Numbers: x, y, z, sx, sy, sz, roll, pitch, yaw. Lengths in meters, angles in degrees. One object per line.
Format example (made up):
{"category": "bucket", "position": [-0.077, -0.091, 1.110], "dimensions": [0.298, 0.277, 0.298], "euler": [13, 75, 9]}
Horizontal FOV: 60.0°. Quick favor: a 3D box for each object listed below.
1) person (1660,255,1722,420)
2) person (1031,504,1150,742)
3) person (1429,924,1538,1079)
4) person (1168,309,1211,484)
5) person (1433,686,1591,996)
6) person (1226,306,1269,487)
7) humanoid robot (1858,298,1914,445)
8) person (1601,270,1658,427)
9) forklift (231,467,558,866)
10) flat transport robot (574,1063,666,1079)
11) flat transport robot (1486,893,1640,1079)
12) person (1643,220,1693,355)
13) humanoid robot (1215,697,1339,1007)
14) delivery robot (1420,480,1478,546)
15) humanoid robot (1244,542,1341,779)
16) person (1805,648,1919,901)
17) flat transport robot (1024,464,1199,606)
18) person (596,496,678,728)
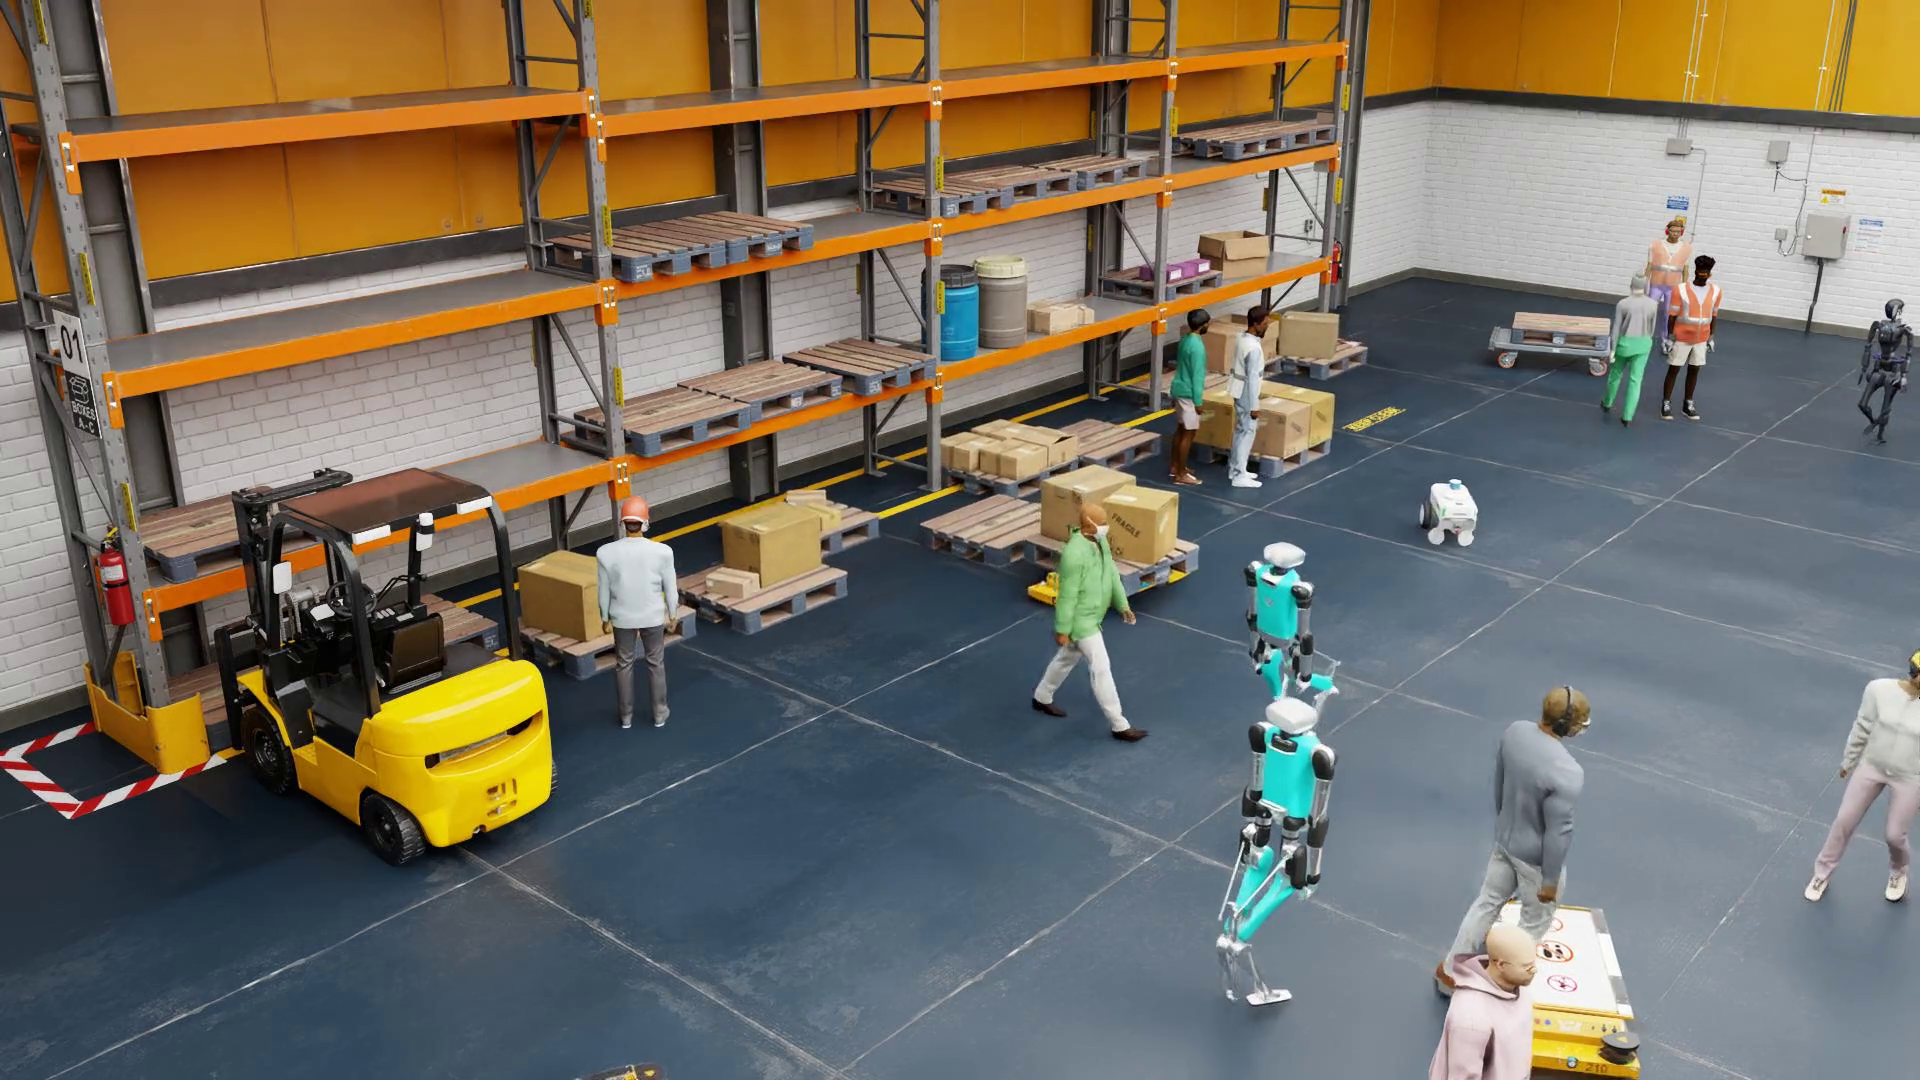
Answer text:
{"category": "person", "position": [8.602, -2.386, 19.572], "dimensions": [0.602, 1.962, 0.368], "euler": [-1, 20, -2]}
{"category": "person", "position": [0.926, 0.556, 11.949], "dimensions": [0.967, 1.730, 0.534], "euler": [8, 22, 21]}
{"category": "person", "position": [2.155, 2.365, 6.973], "dimensions": [0.408, 1.775, 0.526], "euler": [16, 26, 38]}
{"category": "person", "position": [2.382, -1.505, 17.376], "dimensions": [0.403, 1.837, 0.514], "euler": [-3, 20, -7]}
{"category": "person", "position": [2.901, 1.640, 8.758], "dimensions": [0.602, 1.909, 0.674], "euler": [-6, 21, -15]}
{"category": "person", "position": [2.963, -1.483, 17.209], "dimensions": [0.398, 1.907, 0.600], "euler": [-1, 20, -3]}
{"category": "humanoid robot", "position": [10.404, -1.887, 18.630], "dimensions": [0.395, 1.649, 0.589], "euler": [-11, 23, -28]}
{"category": "person", "position": [7.876, -2.299, 19.564], "dimensions": [0.499, 1.792, 0.920], "euler": [5, 21, 12]}
{"category": "forklift", "position": [-3.730, 0.710, 10.856], "dimensions": [2.313, 2.155, 1.214], "euler": [17, 26, 38]}
{"category": "flat transport robot", "position": [-2.020, 2.874, 7.763], "dimensions": [1.431, 0.231, 0.659], "euler": [-9, 22, -22]}
{"category": "flat transport robot", "position": [3.245, 2.387, 9.082], "dimensions": [0.659, 0.231, 1.431], "euler": [4, 21, 11]}
{"category": "person", "position": [9.584, -3.440, 22.612], "dimensions": [0.559, 1.839, 0.388], "euler": [5, 21, 14]}
{"category": "humanoid robot", "position": [1.563, 1.745, 8.737], "dimensions": [0.708, 1.804, 0.547], "euler": [-16, 26, -38]}
{"category": "delivery robot", "position": [4.705, -0.288, 15.920], "dimensions": [0.511, 0.596, 0.767], "euler": [2, 20, 6]}
{"category": "humanoid robot", "position": [2.320, 0.790, 11.337], "dimensions": [0.864, 1.770, 0.564], "euler": [-16, 26, -37]}
{"category": "person", "position": [5.476, 1.365, 9.764], "dimensions": [0.521, 1.723, 0.576], "euler": [-19, 27, -41]}
{"category": "flat transport robot", "position": [1.324, 0.321, 14.681], "dimensions": [1.431, 0.231, 0.659], "euler": [-18, 27, -40]}
{"category": "person", "position": [-2.316, 0.525, 12.003], "dimensions": [0.573, 1.740, 0.344], "euler": [-3, 21, -9]}
